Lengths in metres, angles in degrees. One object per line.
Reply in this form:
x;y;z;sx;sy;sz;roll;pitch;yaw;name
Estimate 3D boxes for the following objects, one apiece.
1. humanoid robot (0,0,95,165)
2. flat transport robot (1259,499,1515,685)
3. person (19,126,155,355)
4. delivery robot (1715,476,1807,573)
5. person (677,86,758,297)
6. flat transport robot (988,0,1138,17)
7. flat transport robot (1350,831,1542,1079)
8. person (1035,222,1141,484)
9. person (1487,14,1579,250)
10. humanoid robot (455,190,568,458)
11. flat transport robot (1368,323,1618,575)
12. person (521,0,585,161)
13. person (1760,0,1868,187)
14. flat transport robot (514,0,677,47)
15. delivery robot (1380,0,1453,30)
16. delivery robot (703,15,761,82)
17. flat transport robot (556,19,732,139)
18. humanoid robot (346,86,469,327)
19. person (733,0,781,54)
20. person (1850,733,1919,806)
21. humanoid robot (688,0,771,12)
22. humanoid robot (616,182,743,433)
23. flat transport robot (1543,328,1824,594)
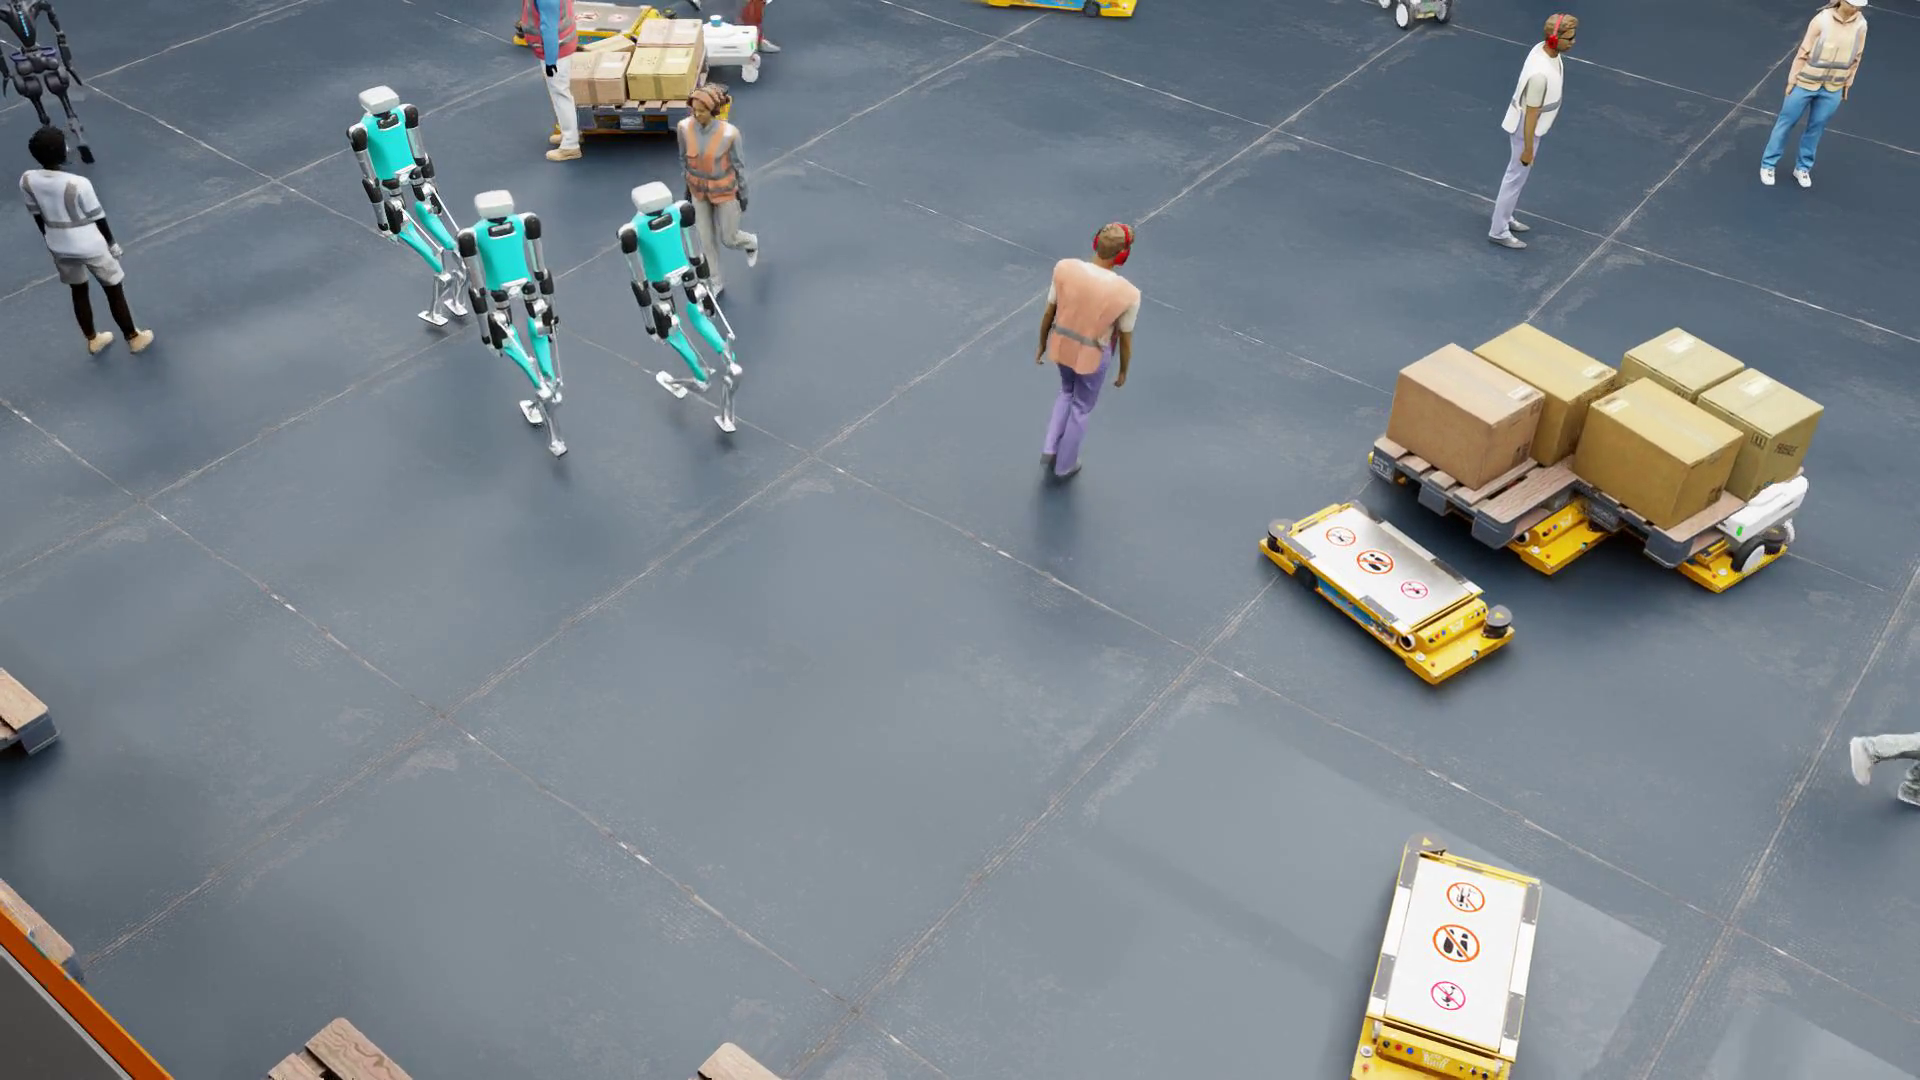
-7.449;-3.770;13.439;0.589;1.642;0.555;-24;46;-26;humanoid robot
2.490;0.254;9.779;0.659;0.231;1.431;-24;46;-26;flat transport robot
-6.000;-2.013;11.345;0.546;1.690;0.331;7;41;8;person
4.741;-0.160;10.059;0.785;0.613;0.514;-25;47;-27;delivery robot
-1.742;-2.531;12.008;0.524;1.619;0.574;14;42;16;person
1.045;-5.450;16.489;1.431;0.231;0.659;9;41;10;flat transport robot
2.279;2.005;7.719;0.659;0.231;1.431;14;42;16;flat transport robot
0.776;-1.120;10.207;0.638;1.802;0.502;23;45;25;person
4.264;-3.068;12.480;0.388;1.839;0.564;15;43;17;person
-2.675;-1.235;10.449;0.530;1.757;1.029;-23;45;-24;humanoid robot
3.338;-0.335;10.472;0.659;0.231;1.431;-27;47;-28;flat transport robot
-3.337;-4.035;13.623;0.429;1.830;0.637;-6;41;-7;person
6.840;-3.645;13.244;0.494;1.720;0.377;5;41;6;person
-3.452;-4.874;15.811;1.431;0.231;0.659;6;41;7;flat transport robot
4.417;-5.300;16.104;0.499;0.610;0.788;-11;42;-13;delivery robot
-2.226;-4.454;15.112;0.791;0.614;0.499;0;40;0;delivery robot
-2.741;-3.739;14.476;1.431;0.231;0.659;0;40;0;flat transport robot
-3.710;-2.262;11.527;0.729;1.690;0.531;27;47;28;humanoid robot
-1.880;-5.366;15.162;0.458;1.858;0.570;9;41;10;person
4.935;0.661;8.174;0.505;1.713;0.513;23;46;25;person
-2.329;-5.901;15.922;0.917;1.805;0.544;-18;44;-20;humanoid robot
-1.715;-1.385;10.587;0.569;1.723;1.052;-27;47;-28;humanoid robot
4.338;-0.233;10.352;0.659;0.231;1.431;-24;46;-26;flat transport robot
